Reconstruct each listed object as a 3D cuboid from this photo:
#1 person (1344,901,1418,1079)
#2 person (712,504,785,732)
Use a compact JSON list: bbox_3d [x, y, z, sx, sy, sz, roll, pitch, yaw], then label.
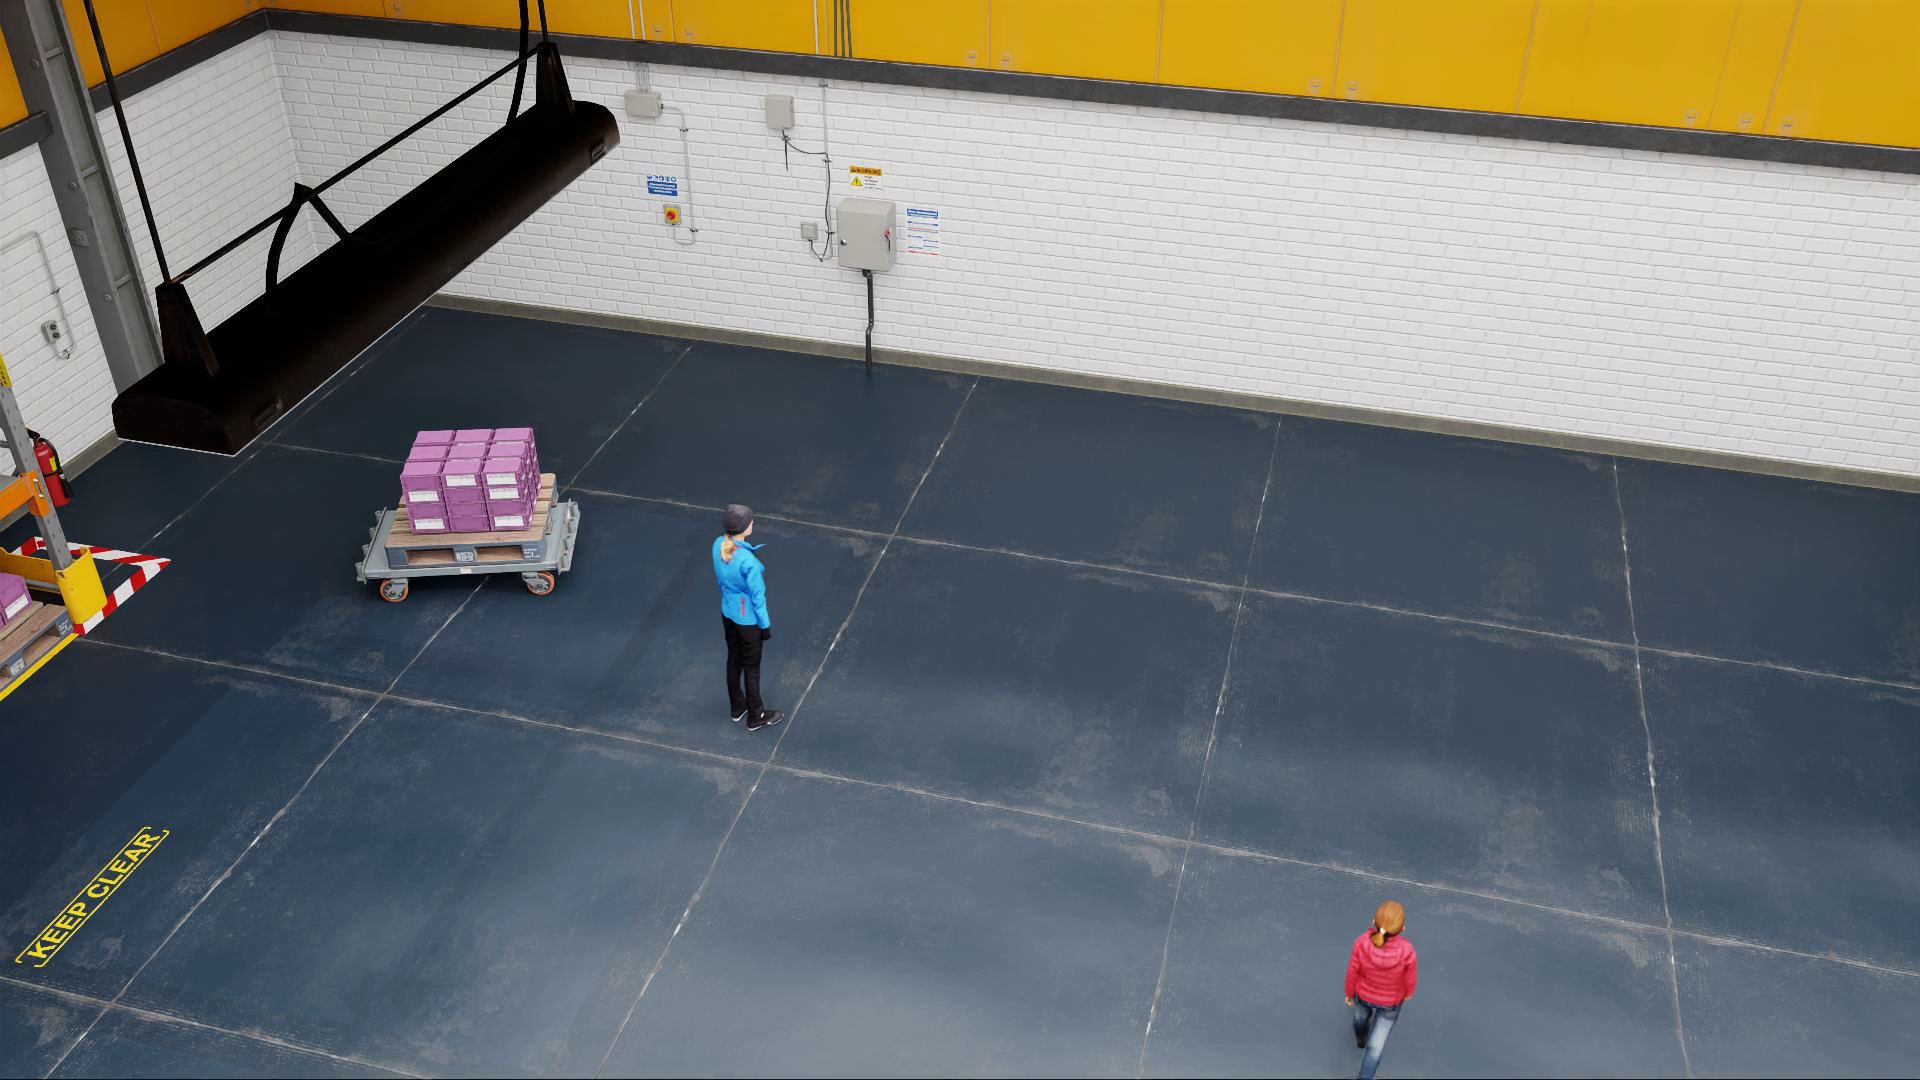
[{"bbox_3d":[2.247,2.525,8.991,0.636,1.289,0.952,16,37,22],"label":"person"},{"bbox_3d":[-1.507,0.535,11.518,0.694,1.808,0.692,-28,43,-35],"label":"person"}]
